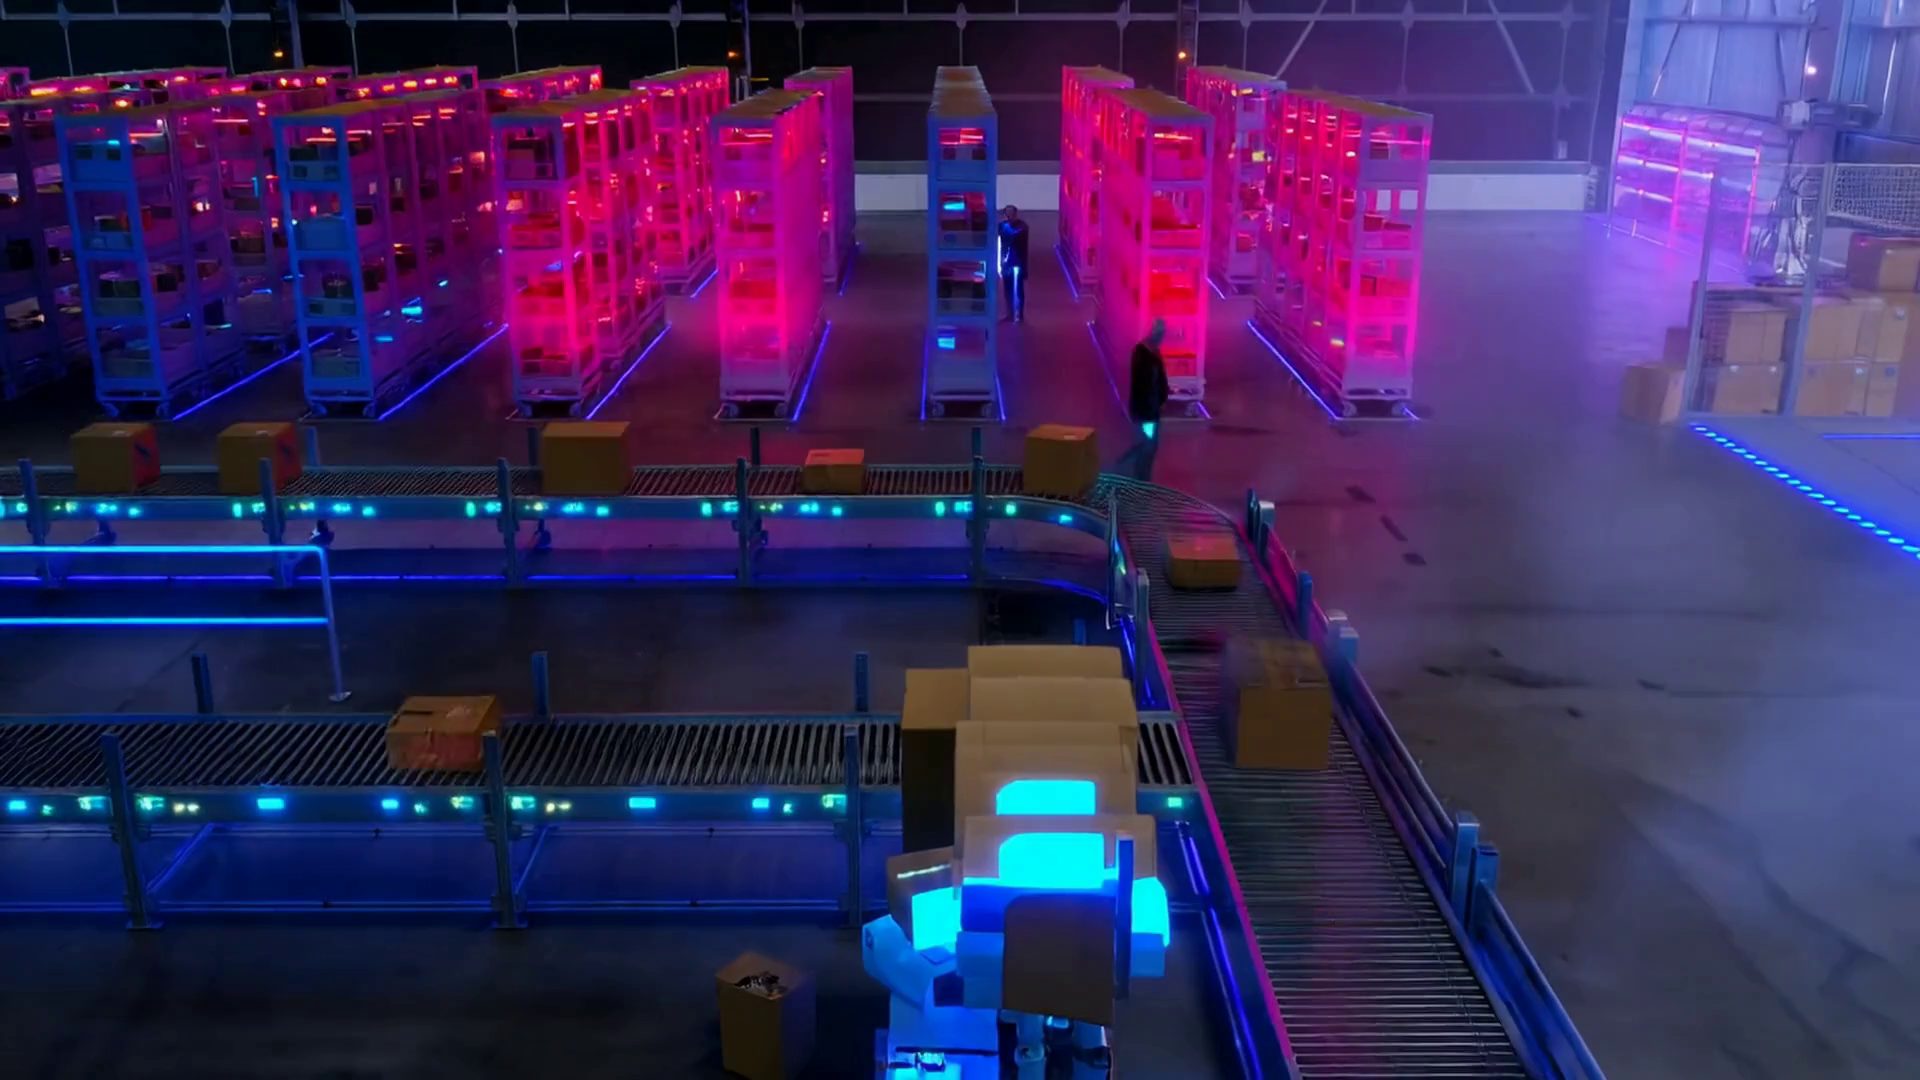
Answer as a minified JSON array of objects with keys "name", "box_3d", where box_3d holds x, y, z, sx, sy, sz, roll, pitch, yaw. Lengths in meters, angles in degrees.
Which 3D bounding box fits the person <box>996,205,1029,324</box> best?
[{"name":"person","box_3d":[0.814,-4.297,25.915,0.573,1.831,0.398,11,21,30]}]

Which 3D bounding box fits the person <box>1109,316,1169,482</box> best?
[{"name":"person","box_3d":[1.828,-1.297,16.570,0.486,1.891,0.655,2,18,6]}]
